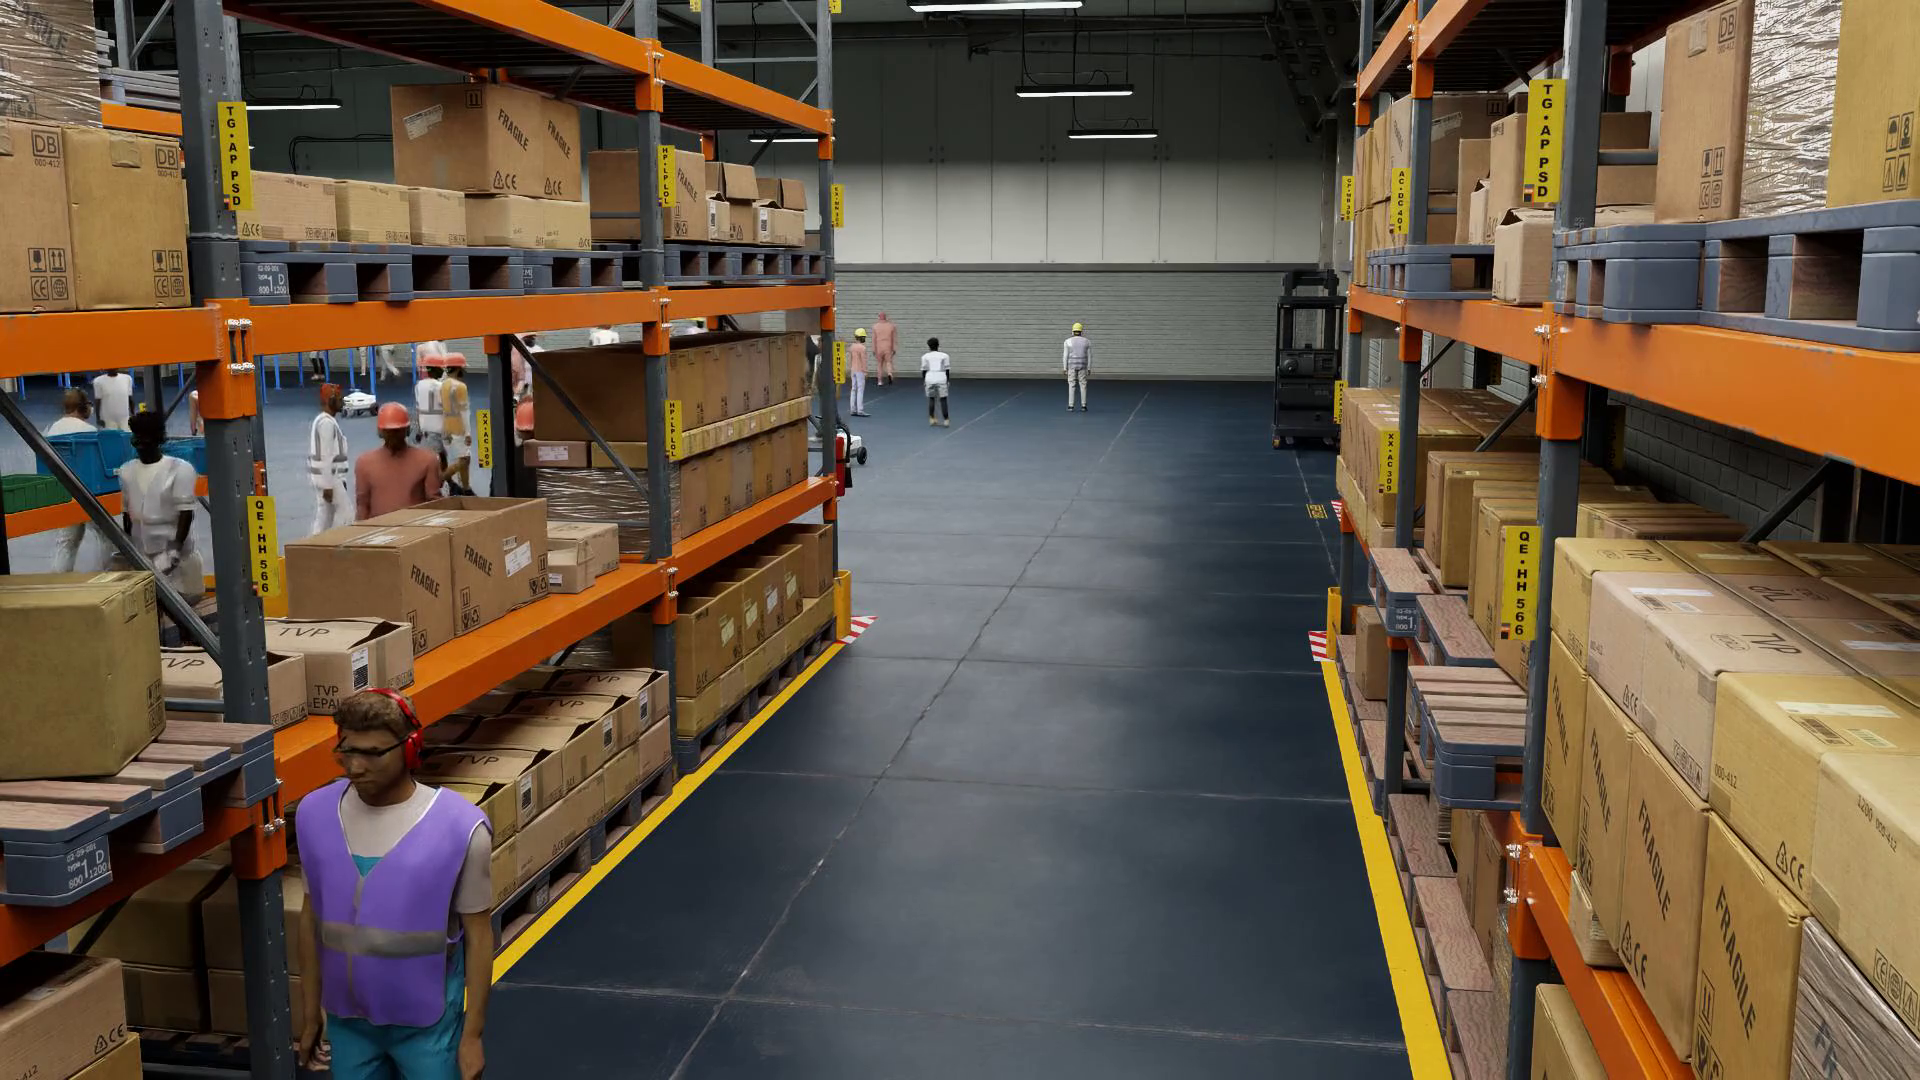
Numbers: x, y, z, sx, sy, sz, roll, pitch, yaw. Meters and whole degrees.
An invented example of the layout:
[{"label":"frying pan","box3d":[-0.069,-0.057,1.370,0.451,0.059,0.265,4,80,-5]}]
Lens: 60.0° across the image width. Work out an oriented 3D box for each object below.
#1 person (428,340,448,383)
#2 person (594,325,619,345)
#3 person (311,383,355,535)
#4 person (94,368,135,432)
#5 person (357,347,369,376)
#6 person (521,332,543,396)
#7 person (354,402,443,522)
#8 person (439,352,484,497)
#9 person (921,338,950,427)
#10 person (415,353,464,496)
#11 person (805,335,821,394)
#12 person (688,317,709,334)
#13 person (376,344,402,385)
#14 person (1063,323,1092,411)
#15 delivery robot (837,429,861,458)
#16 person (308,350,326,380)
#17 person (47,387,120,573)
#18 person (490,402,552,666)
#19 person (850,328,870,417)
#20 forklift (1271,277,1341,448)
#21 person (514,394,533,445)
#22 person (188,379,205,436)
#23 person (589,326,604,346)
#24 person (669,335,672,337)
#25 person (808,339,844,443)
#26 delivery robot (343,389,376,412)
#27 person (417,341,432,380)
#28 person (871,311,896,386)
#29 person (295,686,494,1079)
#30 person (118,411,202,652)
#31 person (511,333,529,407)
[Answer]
[{"label":"person","box3d":[-9.488,-2.993,30.422,0.471,1.993,0.695,0,9,2]},{"label":"person","box3d":[-7.885,-4.036,37.246,0.598,1.856,0.786,0,9,-1]},{"label":"person","box3d":[-5.882,-0.562,15.850,0.802,1.851,0.606,-4,10,-26]},{"label":"person","box3d":[-11.197,-1.570,22.089,0.451,1.843,0.551,9,13,42]},{"label":"person","box3d":[-16.514,-5.380,46.219,0.514,1.645,0.309,-7,12,-37]},{"label":"person","box3d":[-7.594,-2.845,29.901,0.373,1.896,0.713,-6,11,-34]},{"label":"person","box3d":[-4.132,-0.046,12.285,0.623,1.976,0.582,-2,9,-13]},{"label":"person","box3d":[-6.306,-1.376,20.694,0.740,1.918,0.554,-7,12,-37]},{"label":"person","box3d":[-0.454,-2.962,31.230,0.543,1.666,0.411,0,9,1]},{"label":"person","box3d":[-6.722,-1.431,21.167,0.547,1.885,1.033,8,12,39]},{"label":"person","box3d":[-3.394,-4.473,39.535,0.537,2.000,0.697,-8,12,-40]},{"label":"person","box3d":[-6.243,-4.509,40.125,0.606,1.879,0.966,-5,10,-27]},{"label":"person","box3d":[-14.724,-4.951,42.749,0.794,1.922,0.605,3,10,16]},{"label":"person","box3d":[2.445,-3.615,34.752,0.599,1.830,0.403,-1,9,-5]},{"label":"delivery robot","box3d":[-1.765,-1.435,25.081,0.477,0.478,0.707,3,10,19]},{"label":"person","box3d":[-17.270,-5.146,44.613,0.318,1.695,0.539,4,10,24]},{"label":"person","box3d":[-7.559,-0.376,14.506,0.650,1.911,0.812,5,10,27]},{"label":"person","box3d":[-3.193,-0.067,12.467,0.629,1.966,0.822,0,9,-1]},{"label":"person","box3d":[-2.012,-3.368,33.444,0.328,1.765,0.532,-7,11,-36]},{"label":"forklift","box3d":[5.847,-3.016,27.970,1.129,2.768,1.873,1,9,9]},{"label":"person","box3d":[-4.510,-0.710,17.448,0.498,1.634,0.280,1,9,8]},{"label":"person","box3d":[-9.951,-1.461,22.176,0.539,1.610,0.516,-8,12,-40]},{"label":"person","box3d":[-8.804,-4.579,40.732,0.528,1.828,0.941,2,9,14]},{"label":"person","box3d":[-4.627,-2.318,26.528,0.655,1.906,0.407,-5,11,-29]},{"label":"person","box3d":[-2.267,-2.604,28.622,0.524,1.813,0.948,9,13,42]},{"label":"delivery robot","box3d":[-12.089,-2.787,33.421,0.477,0.478,0.707,4,10,21]},{"label":"person","box3d":[-10.660,-3.384,33.531,0.533,1.768,0.310,-1,9,-7]},{"label":"person","box3d":[-1.944,-4.865,42.273,0.667,1.892,0.486,-2,9,-11]},{"label":"person","box3d":[-1.513,1.286,4.490,0.566,1.843,0.389,2,9,11]},{"label":"person","box3d":[-5.701,0.046,11.824,0.629,1.940,0.453,2,9,13]},{"label":"person","box3d":[-9.516,-3.786,35.633,0.685,1.887,0.465,3,10,16]}]
